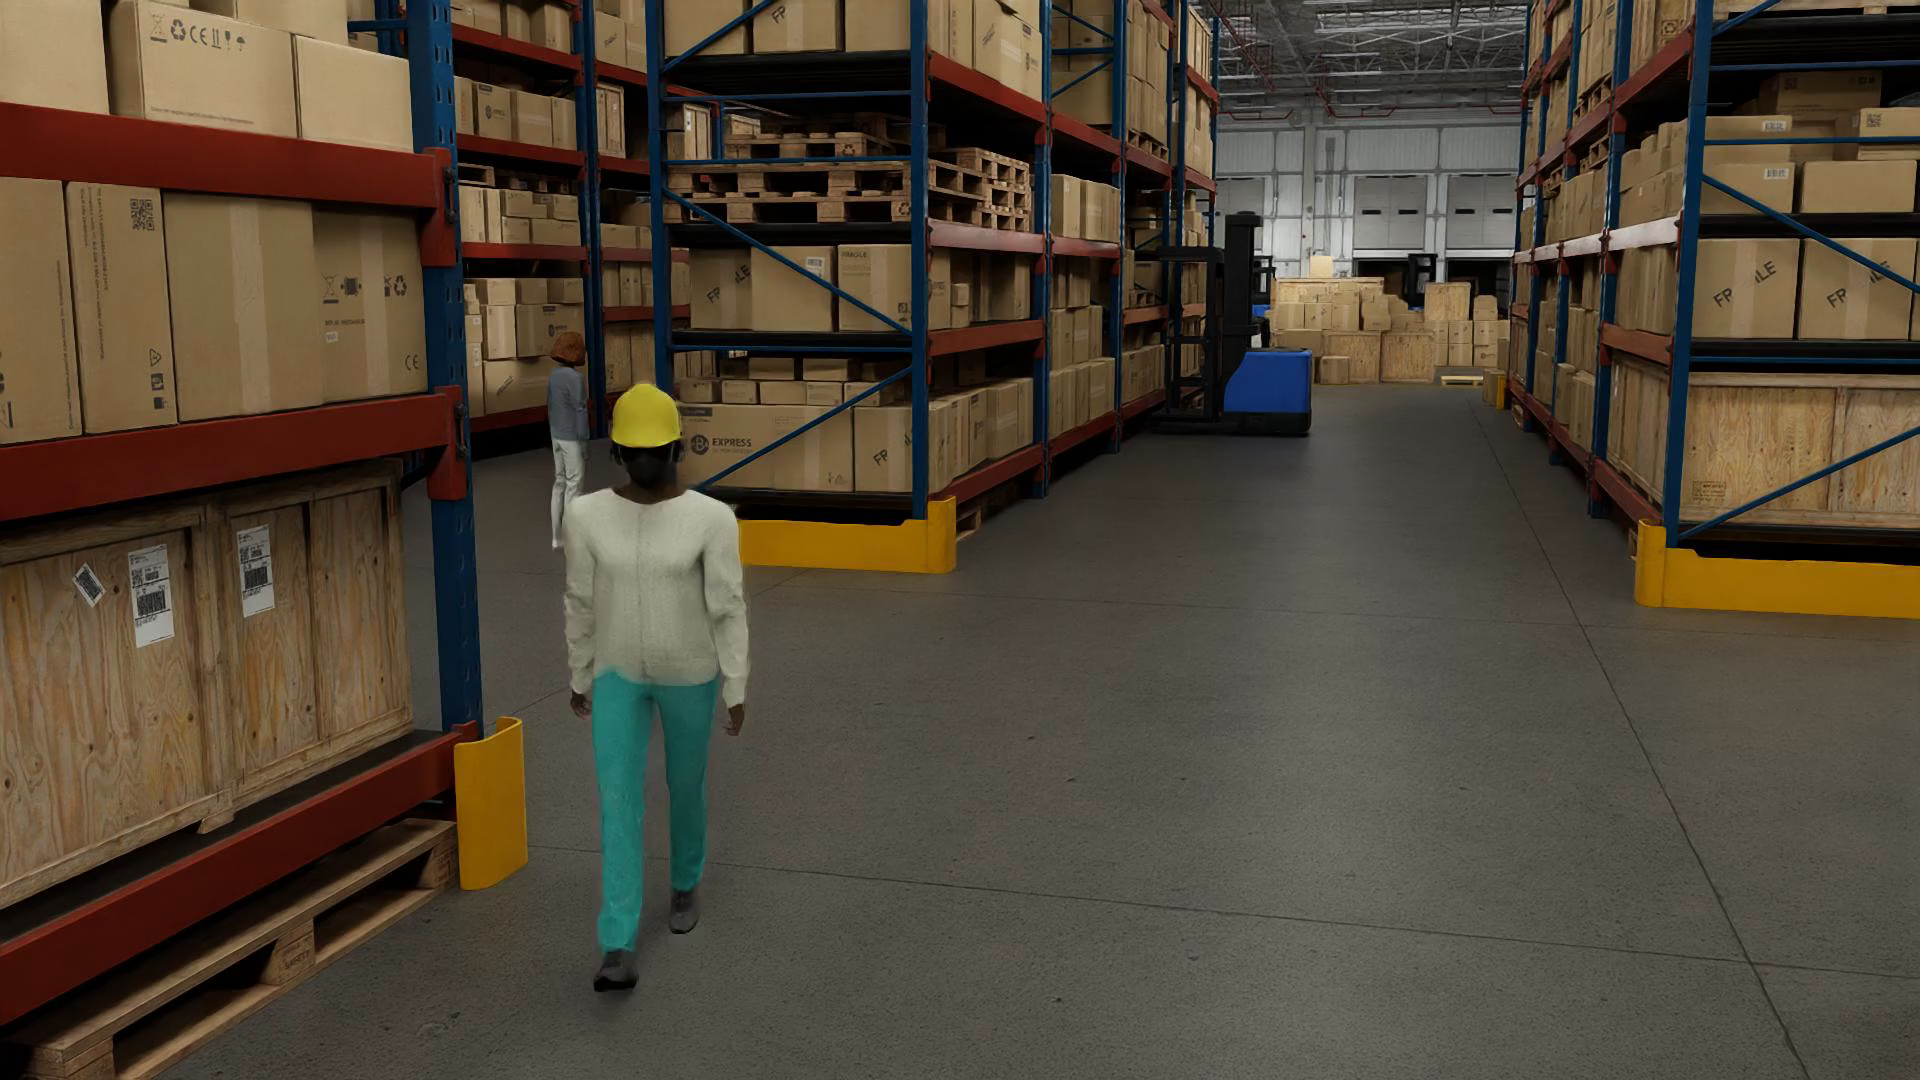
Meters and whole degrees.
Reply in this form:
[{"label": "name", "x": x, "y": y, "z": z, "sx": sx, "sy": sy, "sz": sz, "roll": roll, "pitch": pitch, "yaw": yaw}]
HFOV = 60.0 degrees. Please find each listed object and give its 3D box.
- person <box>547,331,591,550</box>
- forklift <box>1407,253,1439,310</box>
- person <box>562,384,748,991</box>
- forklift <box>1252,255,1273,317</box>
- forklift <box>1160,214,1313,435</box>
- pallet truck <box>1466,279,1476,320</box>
[{"label": "person", "x": -2.877, "y": -0.721, "z": 12.302, "sx": 0.268, "sy": 1.632, "sz": 0.507, "roll": -7, "pitch": 11, "yaw": -37}, {"label": "forklift", "x": 14.972, "y": -7.886, "z": 53.875, "sx": 1.129, "sy": 2.768, "sz": 1.873, "roll": -3, "pitch": 9, "yaw": -19}, {"label": "person", "x": -0.887, "y": 0.408, "z": 4.847, "sx": 0.543, "sy": 1.711, "sz": 0.911, "roll": -1, "pitch": 9, "yaw": -4}, {"label": "forklift", "x": 10.551, "y": -8.662, "z": 58.805, "sx": 1.129, "sy": 2.768, "sz": 1.873, "roll": 2, "pitch": 9, "yaw": 15}, {"label": "forklift", "x": 3.637, "y": -2.813, "z": 21.642, "sx": 1.873, "sy": 2.768, "sz": 1.129, "roll": 2, "pitch": 9, "yaw": 15}, {"label": "pallet truck", "x": 18.896, "y": -8.459, "z": 60.307, "sx": 1.885, "sy": 1.965, "sz": 0.823, "roll": 5, "pitch": 10, "yaw": 31}]
